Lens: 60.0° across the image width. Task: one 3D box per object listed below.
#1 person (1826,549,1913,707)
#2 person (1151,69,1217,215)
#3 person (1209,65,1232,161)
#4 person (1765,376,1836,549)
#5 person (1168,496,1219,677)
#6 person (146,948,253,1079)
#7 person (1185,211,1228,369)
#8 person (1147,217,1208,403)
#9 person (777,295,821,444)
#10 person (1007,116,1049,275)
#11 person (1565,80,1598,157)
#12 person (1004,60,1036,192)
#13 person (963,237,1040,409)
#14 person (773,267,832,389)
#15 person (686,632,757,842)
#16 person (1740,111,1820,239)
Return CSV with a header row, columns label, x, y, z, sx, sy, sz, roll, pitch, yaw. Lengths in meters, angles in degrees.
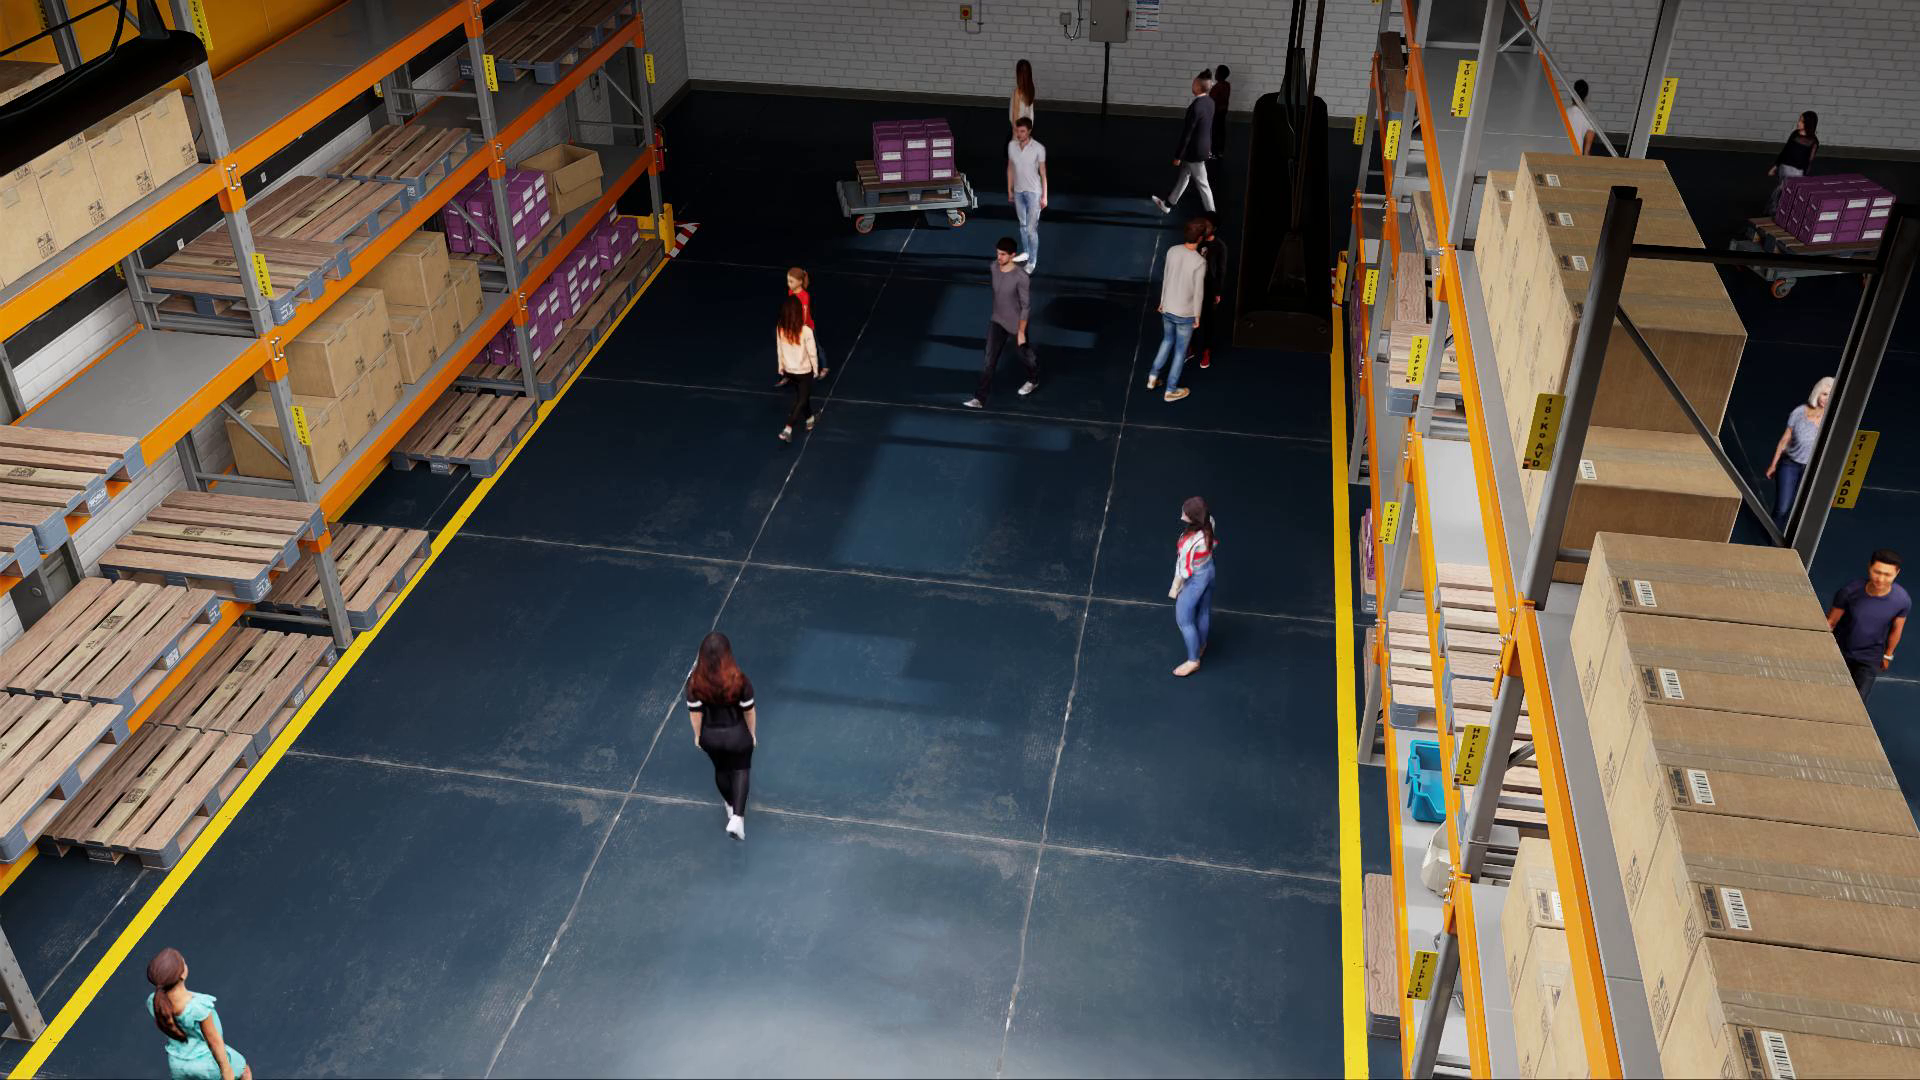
label,x,y,z,sx,sy,sz,roll,pitch,yaw
person,6.461,0.758,11.999,0.780,1.773,0.850,16,37,22
person,2.949,-4.673,20.048,1.064,1.907,1.218,18,38,25
person,3.458,-5.728,22.225,0.653,1.254,0.561,29,43,36
person,7.143,-0.663,14.213,0.628,1.688,1.008,4,34,7
person,1.872,0.277,12.883,0.637,1.595,0.820,-27,42,-34
person,-4.157,2.874,9.024,0.549,1.542,0.700,4,34,7
person,2.504,-2.601,17.140,0.655,1.675,0.637,16,37,22
person,2.156,-2.259,16.443,0.863,1.878,0.822,-29,43,-36
person,-1.567,-1.599,15.831,0.785,1.456,1.017,18,38,25
person,0.804,-3.997,19.098,0.826,1.832,0.892,23,40,31
person,7.273,-4.568,19.941,0.670,1.851,0.831,6,34,9
person,0.851,-5.176,20.982,0.748,1.712,0.640,21,39,29
person,0.563,-2.163,16.374,1.124,1.793,1.340,27,42,34
person,-1.527,-2.160,16.839,0.793,1.275,0.964,27,42,34
person,-1.590,1.357,11.230,0.747,1.627,0.968,-3,34,-5
person,9.954,-4.327,19.834,0.868,1.567,1.071,-4,34,-5
